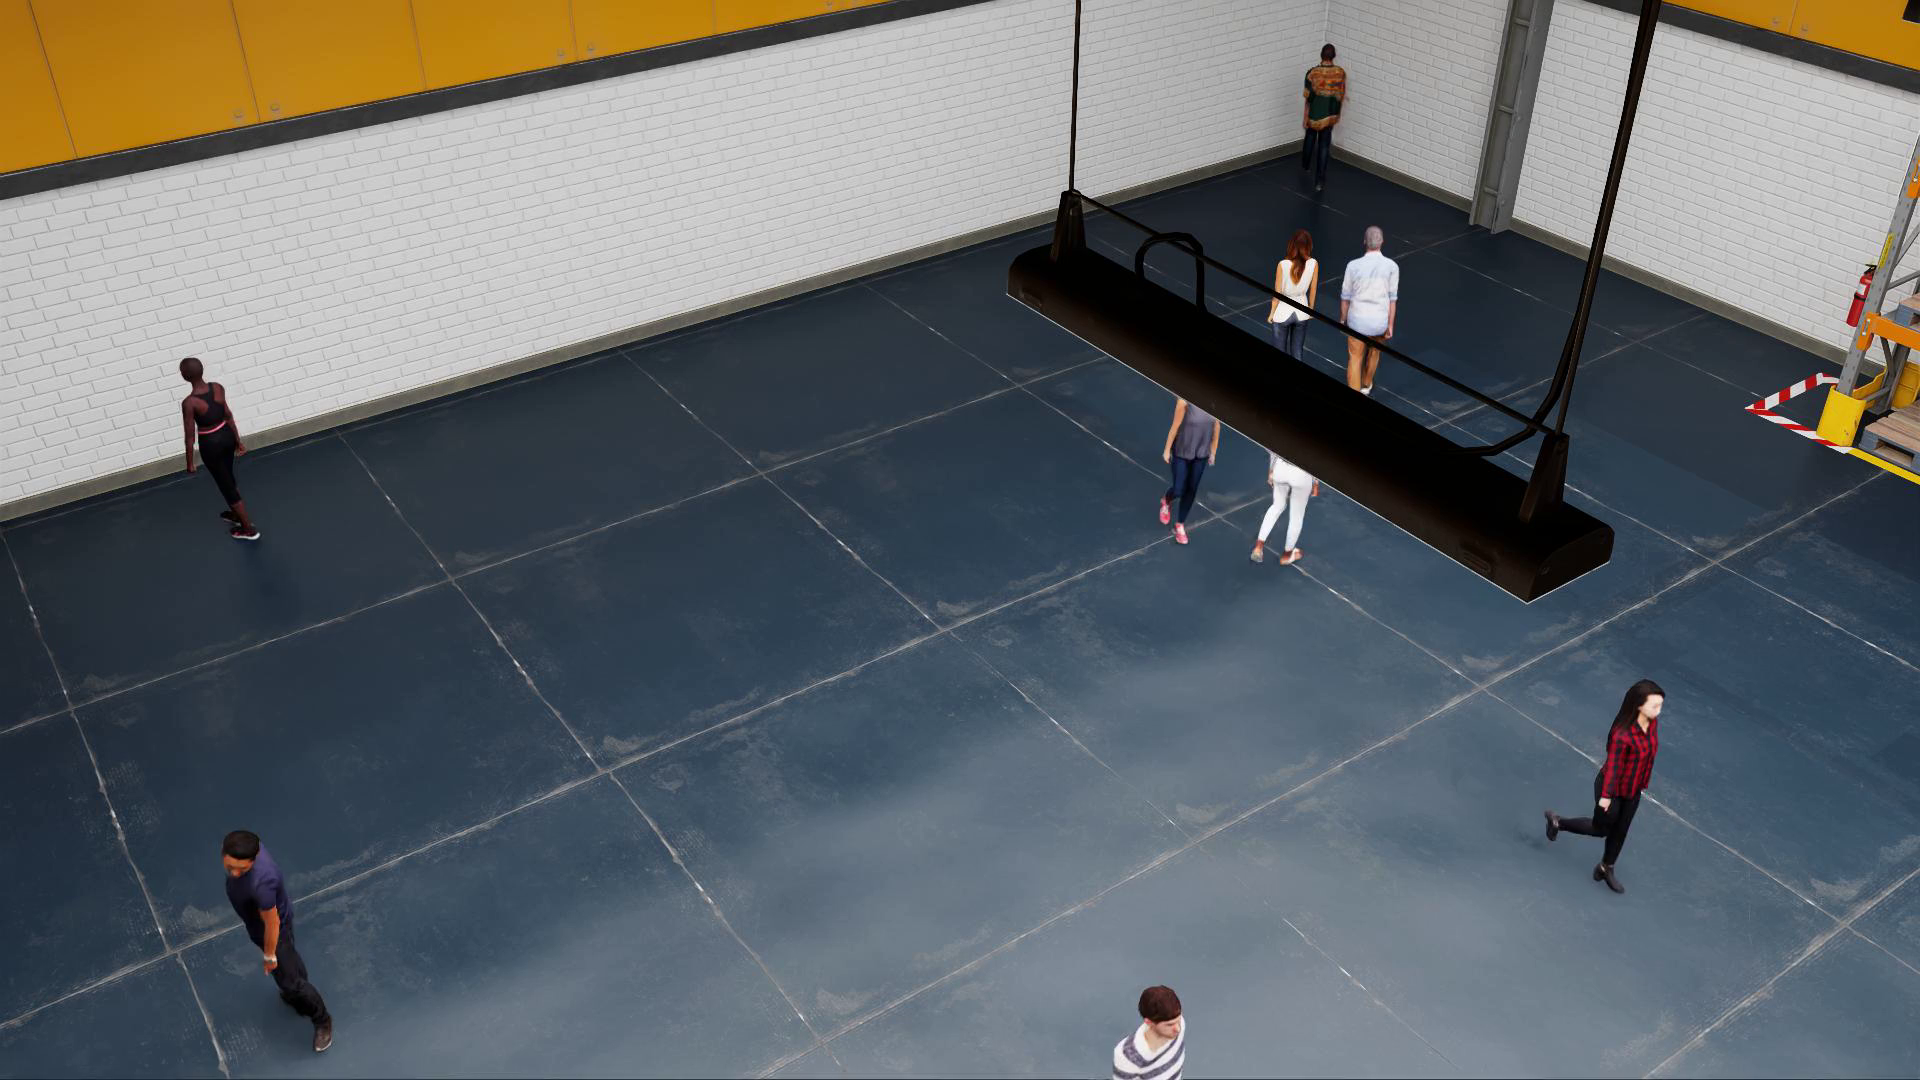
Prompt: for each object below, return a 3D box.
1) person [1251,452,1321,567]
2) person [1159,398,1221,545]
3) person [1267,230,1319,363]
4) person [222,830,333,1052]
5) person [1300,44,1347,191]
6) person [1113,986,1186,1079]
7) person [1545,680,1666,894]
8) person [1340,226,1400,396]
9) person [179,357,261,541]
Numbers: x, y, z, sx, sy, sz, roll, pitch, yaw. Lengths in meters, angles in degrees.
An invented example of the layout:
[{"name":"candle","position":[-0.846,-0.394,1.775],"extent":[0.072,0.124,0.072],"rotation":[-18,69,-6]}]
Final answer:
[{"name":"person","position":[2.715,-0.468,13.754],"extent":[0.860,1.708,0.780],"rotation":[27,42,34]},{"name":"person","position":[1.964,-0.786,14.229],"extent":[0.764,1.712,0.836],"rotation":[-3,34,-5]},{"name":"person","position":[3.246,-2.193,16.279],"extent":[0.681,1.785,0.682],"rotation":[-4,34,-6]},{"name":"person","position":[-4.014,2.202,9.700],"extent":[0.829,1.750,0.453],"rotation":[-13,36,-18]},{"name":"person","position":[4.581,-5.302,20.982],"extent":[1.147,1.757,1.247],"rotation":[3,34,4]},{"name":"person","position":[0.883,2.917,8.577],"extent":[0.732,1.801,1.228],"rotation":[-25,41,-32]},{"name":"person","position":[4.204,1.550,10.782],"extent":[0.624,1.638,0.883],"rotation":[-25,41,-33]},{"name":"person","position":[3.961,-2.088,16.119],"extent":[0.957,1.788,1.015],"rotation":[7,34,11]},{"name":"person","position":[-6.250,-0.756,14.144],"extent":[0.896,1.756,0.817],"rotation":[14,36,20]}]
